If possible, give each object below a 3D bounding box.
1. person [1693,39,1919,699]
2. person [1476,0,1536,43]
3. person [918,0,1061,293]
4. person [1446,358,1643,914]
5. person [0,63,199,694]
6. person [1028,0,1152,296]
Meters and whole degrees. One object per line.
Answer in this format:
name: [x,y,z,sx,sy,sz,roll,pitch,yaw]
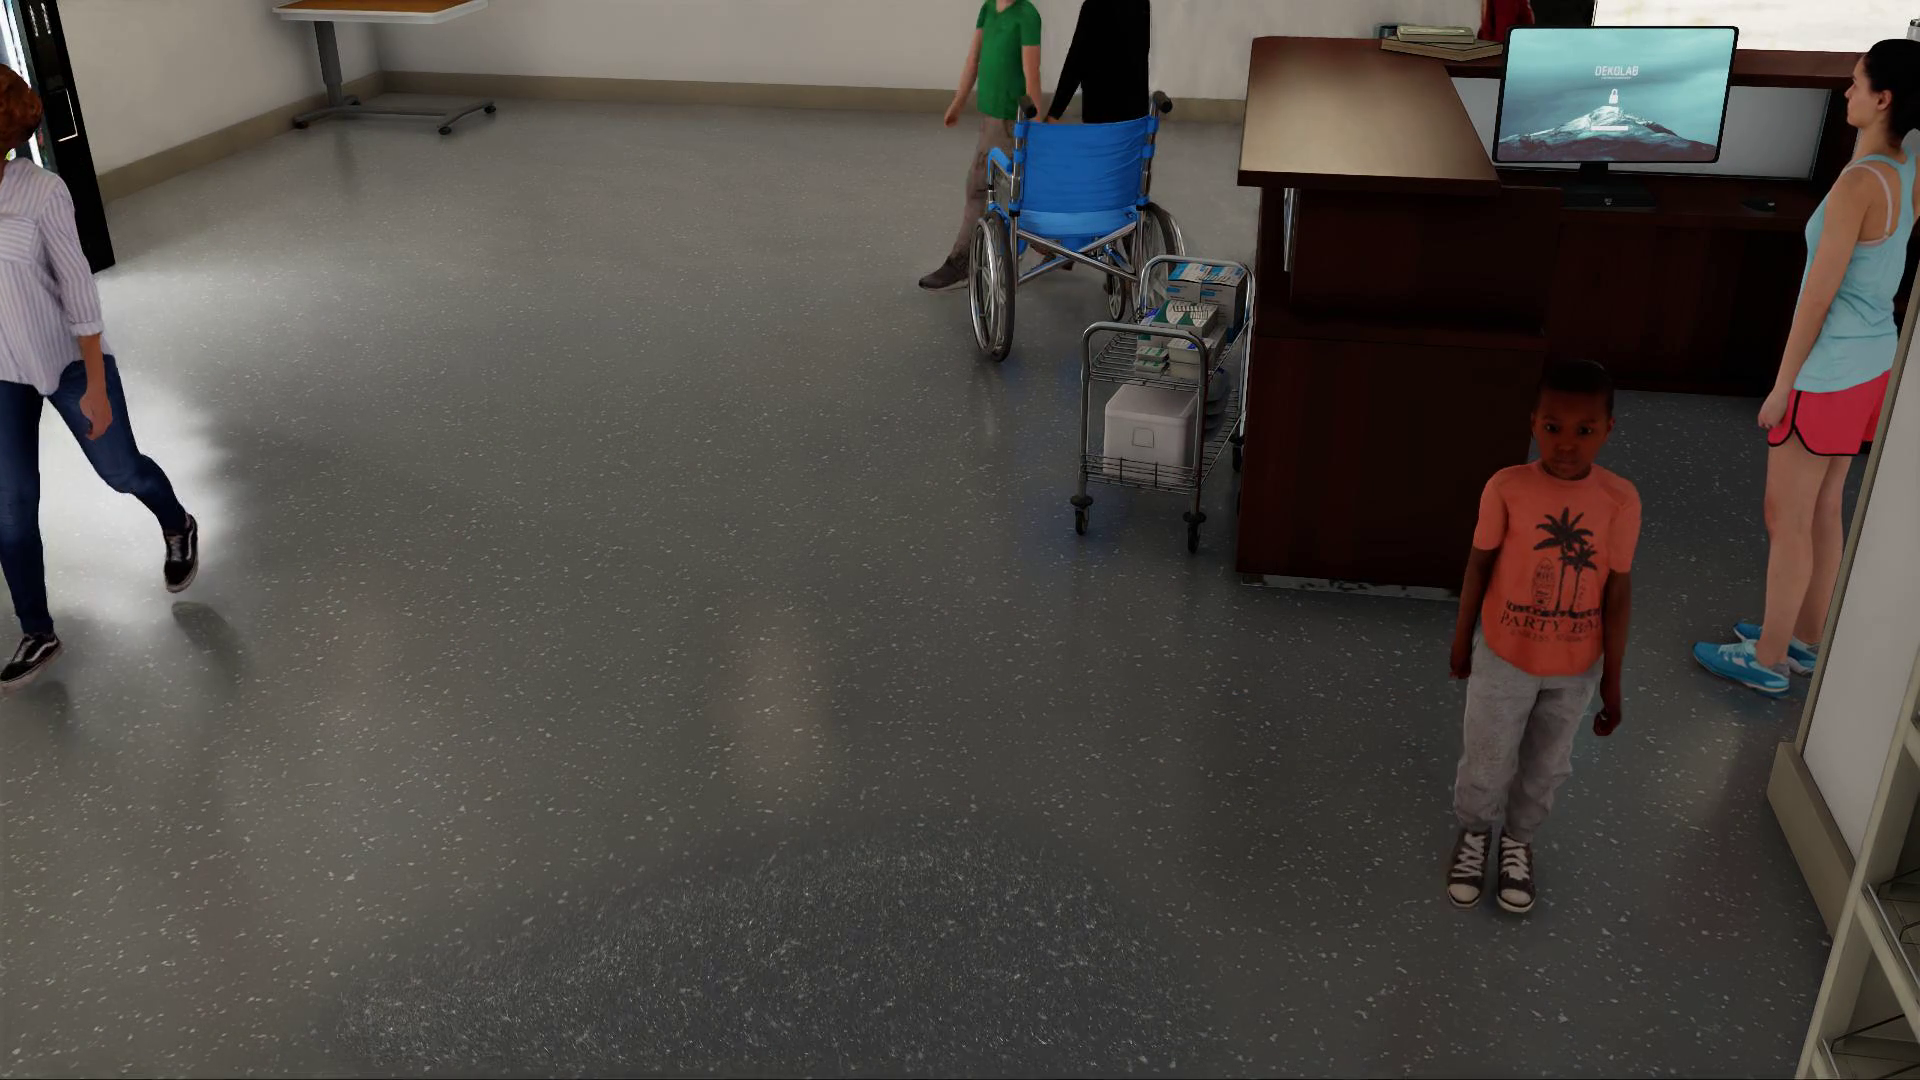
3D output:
person: [2.315,-0.422,4.420,0.644,1.764,0.719,-22,34,-38]
person: [2.714,-2.270,8.402,0.676,1.634,0.464,2,26,5]
person: [0.294,-1.969,7.800,1.102,1.615,1.178,-8,27,-16]
person: [1.271,0.201,3.664,0.500,1.298,0.505,6,26,11]
person: [-2.539,-0.515,4.699,0.806,1.689,1.179,-1,26,-3]
person: [0.755,-1.948,7.676,0.939,1.684,1.068,15,29,28]
